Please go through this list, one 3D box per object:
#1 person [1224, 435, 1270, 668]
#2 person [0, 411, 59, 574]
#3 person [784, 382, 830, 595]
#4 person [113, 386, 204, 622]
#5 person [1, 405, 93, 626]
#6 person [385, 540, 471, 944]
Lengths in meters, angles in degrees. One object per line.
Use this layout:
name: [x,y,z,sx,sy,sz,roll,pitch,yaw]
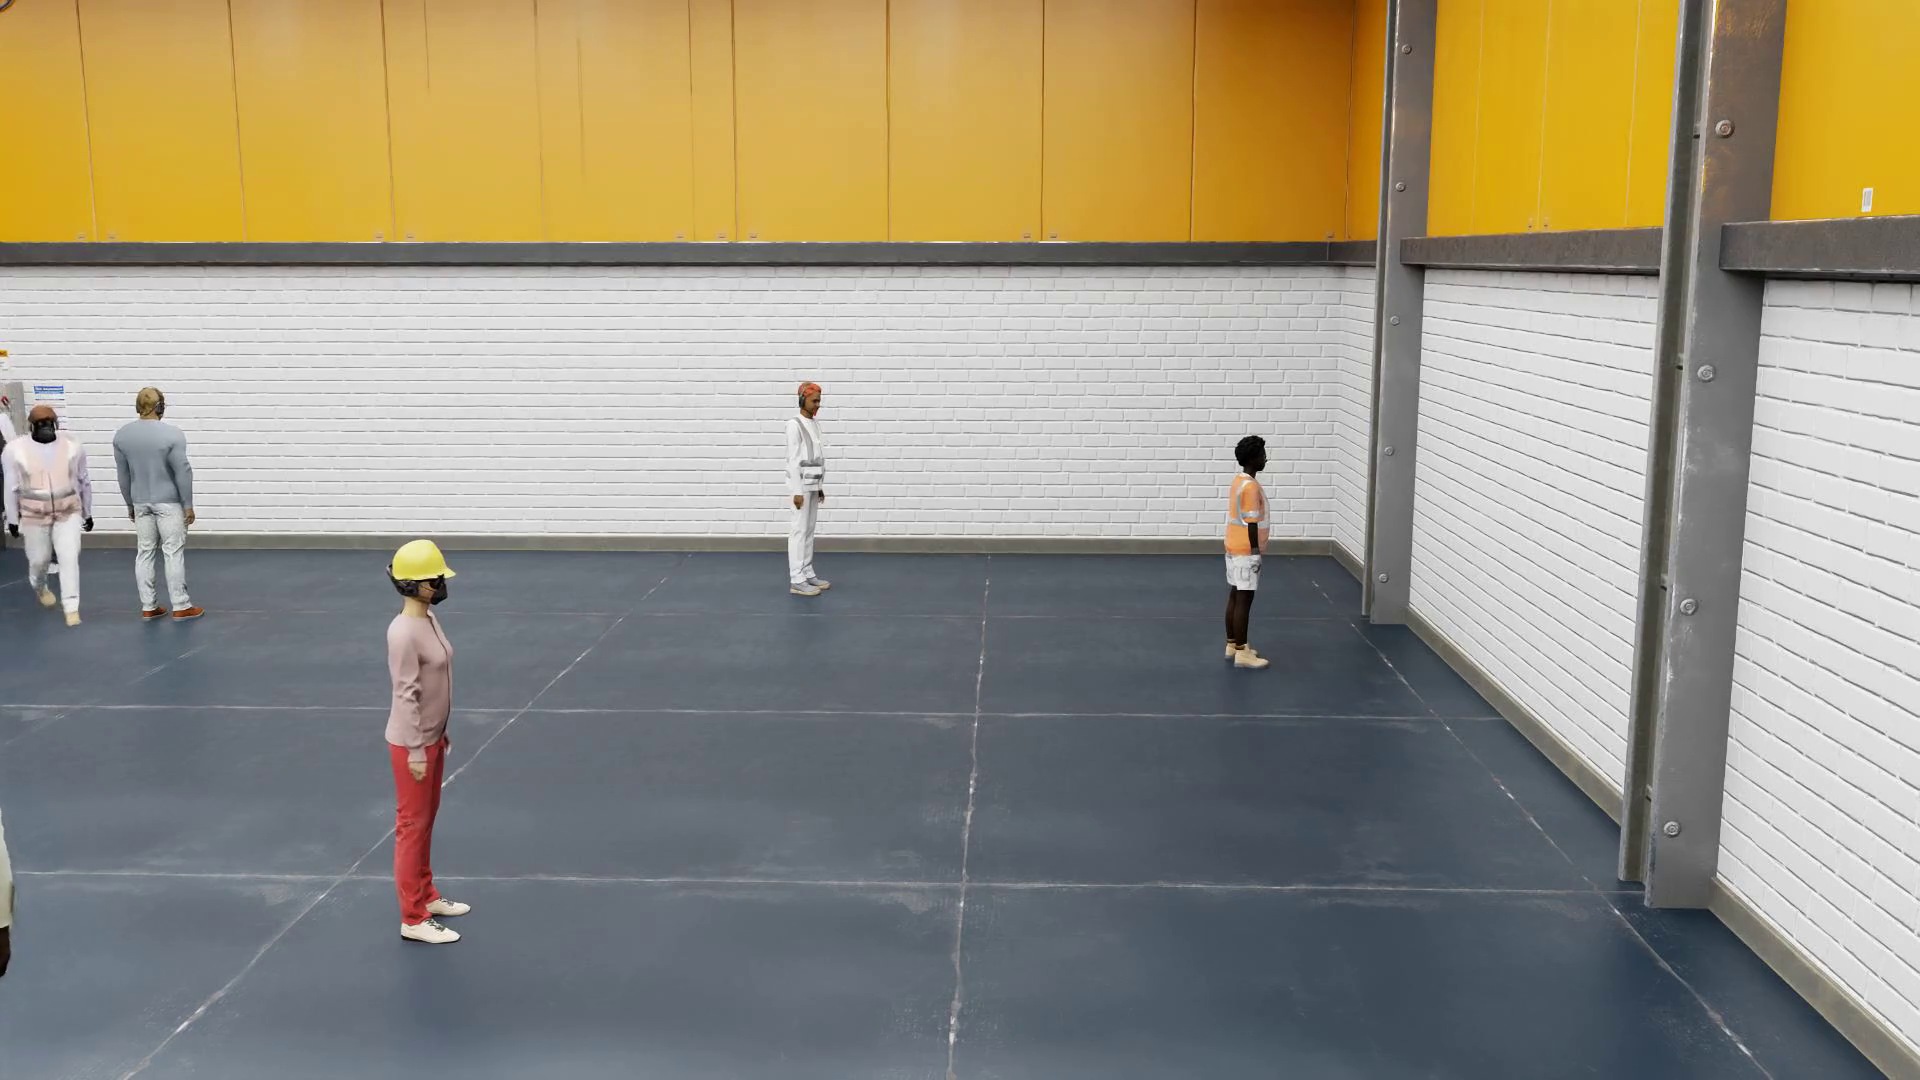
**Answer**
person: [2.104,0.079,12.180,0.319,1.697,0.533,0,10,-3]
person: [-8.866,-0.546,15.399,1.044,1.850,0.662,-4,10,-22]
person: [-1.364,-0.465,14.816,0.354,1.886,0.572,3,10,15]
person: [-6.571,-0.289,13.636,0.631,1.939,0.372,1,10,7]
person: [-7.508,-0.229,13.698,0.643,1.812,0.843,-6,12,-33]
person: [-2.351,0.874,7.326,0.318,1.769,0.522,-1,10,-6]
